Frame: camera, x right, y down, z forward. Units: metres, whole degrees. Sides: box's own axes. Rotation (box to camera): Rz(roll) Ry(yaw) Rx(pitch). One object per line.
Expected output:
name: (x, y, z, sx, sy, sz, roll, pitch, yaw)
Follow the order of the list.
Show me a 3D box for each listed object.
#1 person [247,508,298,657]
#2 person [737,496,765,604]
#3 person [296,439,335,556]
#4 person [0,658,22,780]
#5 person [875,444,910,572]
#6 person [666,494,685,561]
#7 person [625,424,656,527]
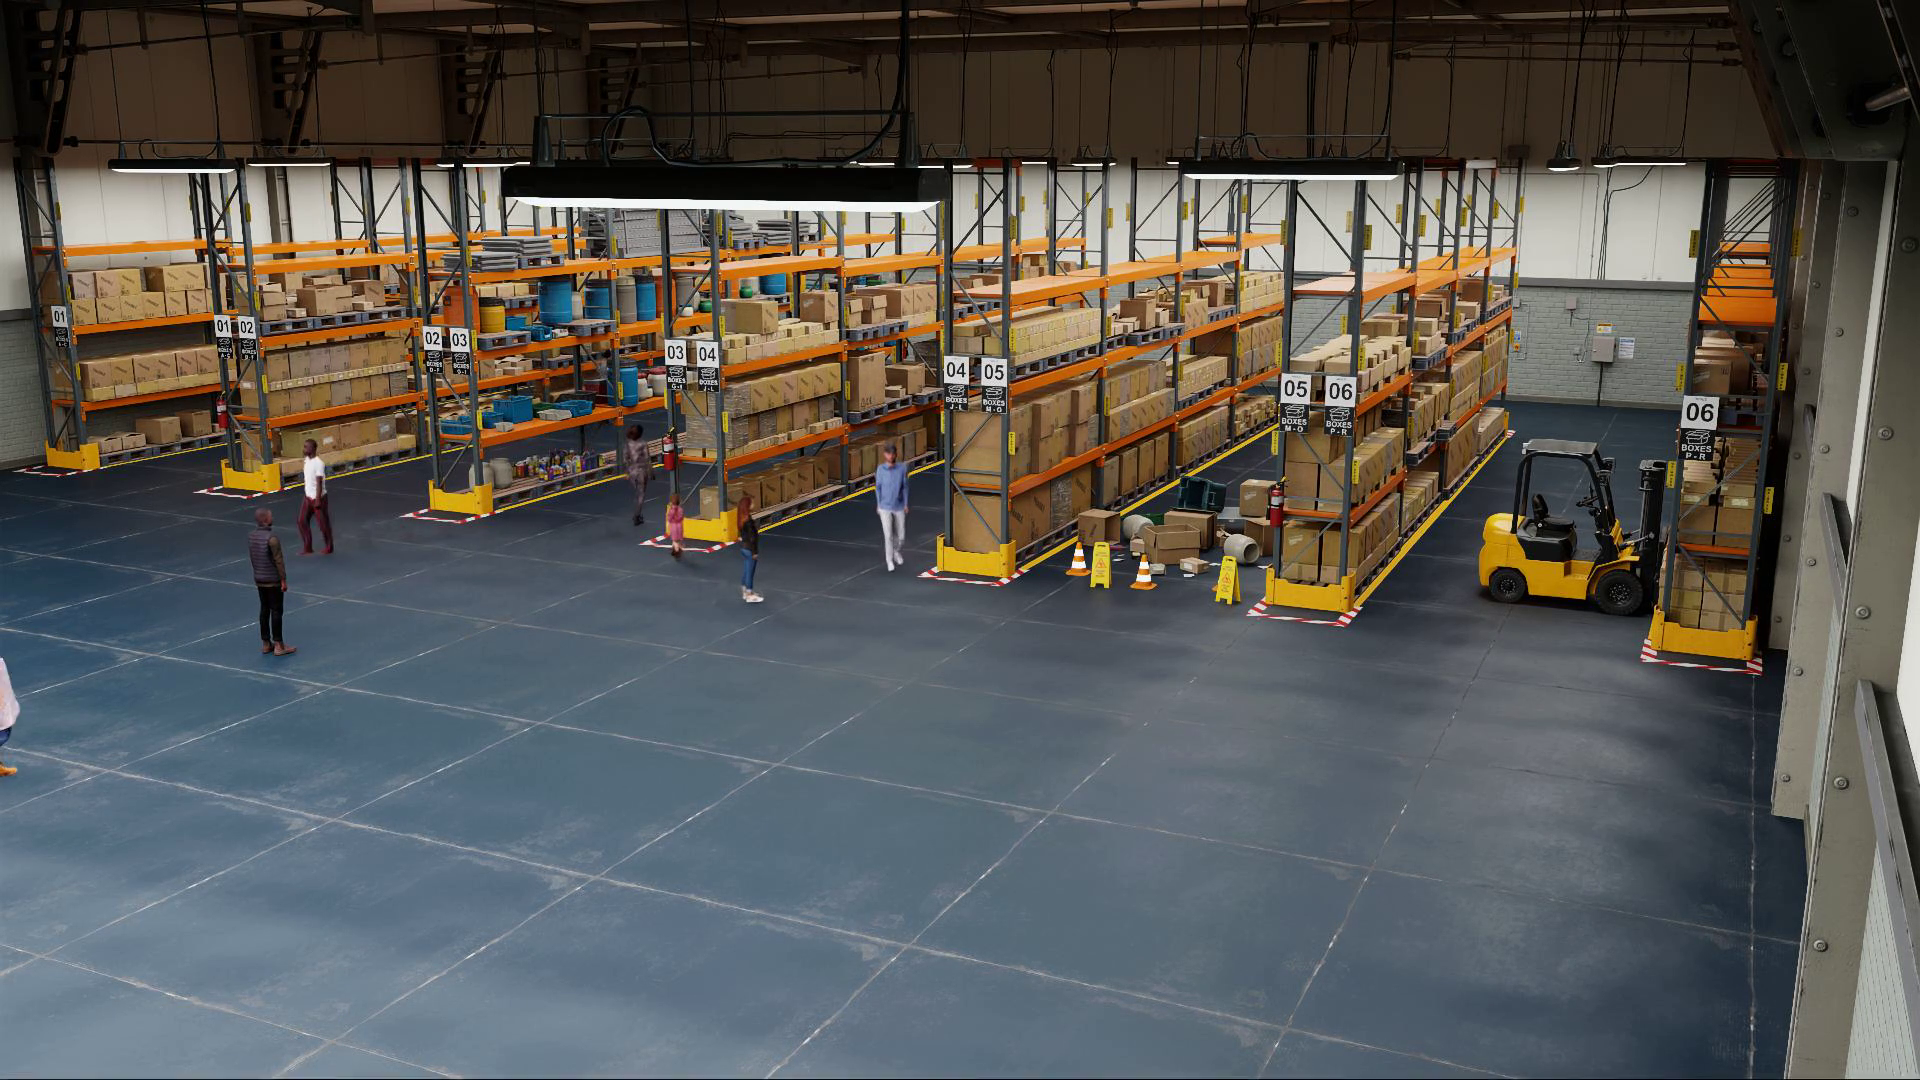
person: (-8.529, 0.501, 20.526, 0.708, 1.838, 0.592, 8, 15, 30)
person: (-2.921, 0.115, 22.977, 0.687, 1.484, 0.642, -6, 14, -25)
person: (-9.823, -0.657, 25.573, 0.830, 1.817, 0.909, 12, 18, 42)
person: (-9.540, 1.567, 16.157, 0.704, 1.732, 0.855, 6, 14, 26)
person: (-1.008, -0.506, 24.776, 0.850, 1.883, 0.920, -2, 13, -8)
person: (-4.332, -0.195, 25.347, 0.662, 1.019, 0.665, -9, 16, -35)
person: (-5.380, -1.066, 27.595, 0.583, 1.702, 0.643, 7, 15, 28)
